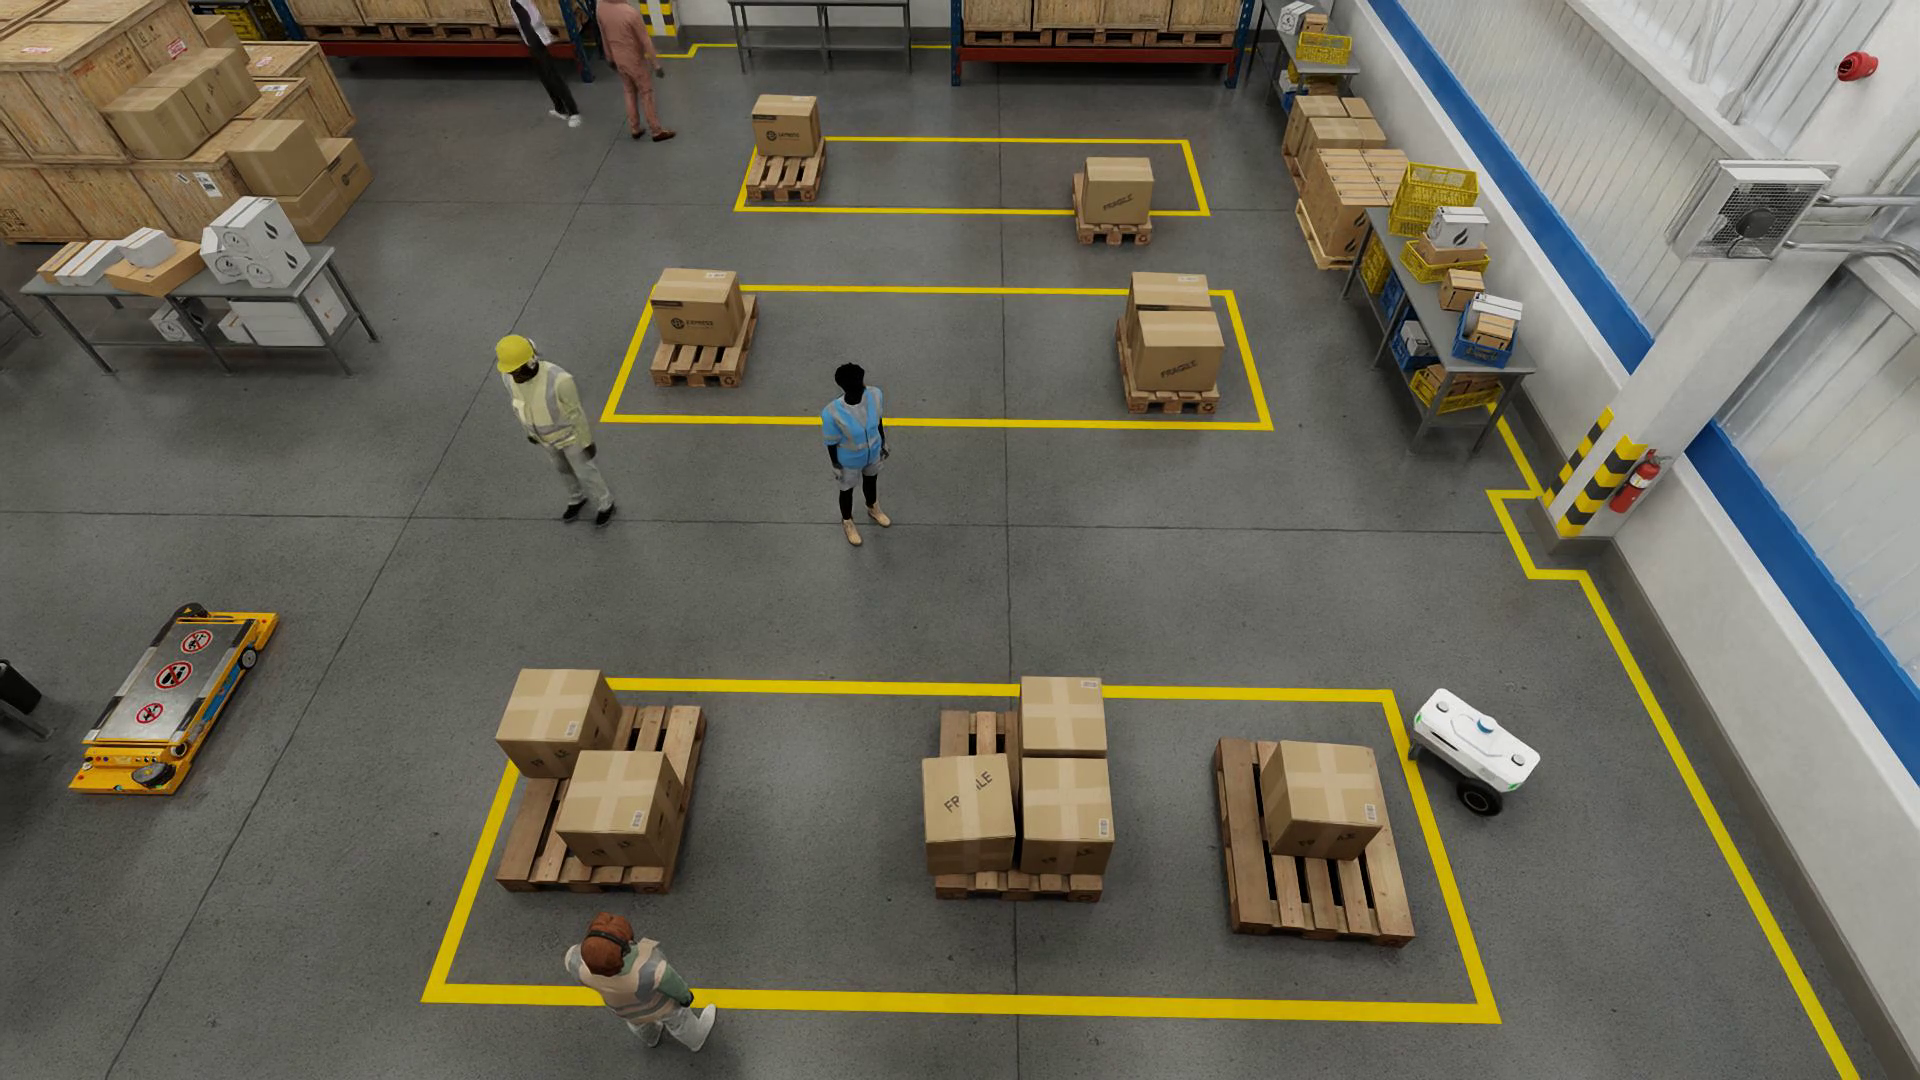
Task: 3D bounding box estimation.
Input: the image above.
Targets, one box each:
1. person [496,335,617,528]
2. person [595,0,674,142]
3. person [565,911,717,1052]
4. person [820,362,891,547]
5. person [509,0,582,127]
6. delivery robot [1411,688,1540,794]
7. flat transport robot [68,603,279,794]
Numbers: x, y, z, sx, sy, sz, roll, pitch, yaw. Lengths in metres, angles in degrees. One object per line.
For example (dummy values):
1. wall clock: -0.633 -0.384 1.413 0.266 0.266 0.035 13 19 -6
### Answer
1. person: -3.100 -0.835 7.052 0.617 1.825 0.404 12 51 10
2. person: -4.024 -5.905 11.294 0.706 1.897 0.413 24 54 19
3. person: -1.571 2.247 4.563 0.509 1.631 0.310 6 50 5
4. person: -0.771 -0.656 6.975 0.531 1.697 0.318 -32 57 -24
5. person: -5.307 -6.278 11.625 0.505 1.874 0.675 -12 51 -10
6. delivery robot: 3.354 1.311 5.995 0.477 0.478 0.707 -35 58 -26
7. flat transport robot: -5.504 1.072 6.442 0.652 0.197 1.431 1 50 1
